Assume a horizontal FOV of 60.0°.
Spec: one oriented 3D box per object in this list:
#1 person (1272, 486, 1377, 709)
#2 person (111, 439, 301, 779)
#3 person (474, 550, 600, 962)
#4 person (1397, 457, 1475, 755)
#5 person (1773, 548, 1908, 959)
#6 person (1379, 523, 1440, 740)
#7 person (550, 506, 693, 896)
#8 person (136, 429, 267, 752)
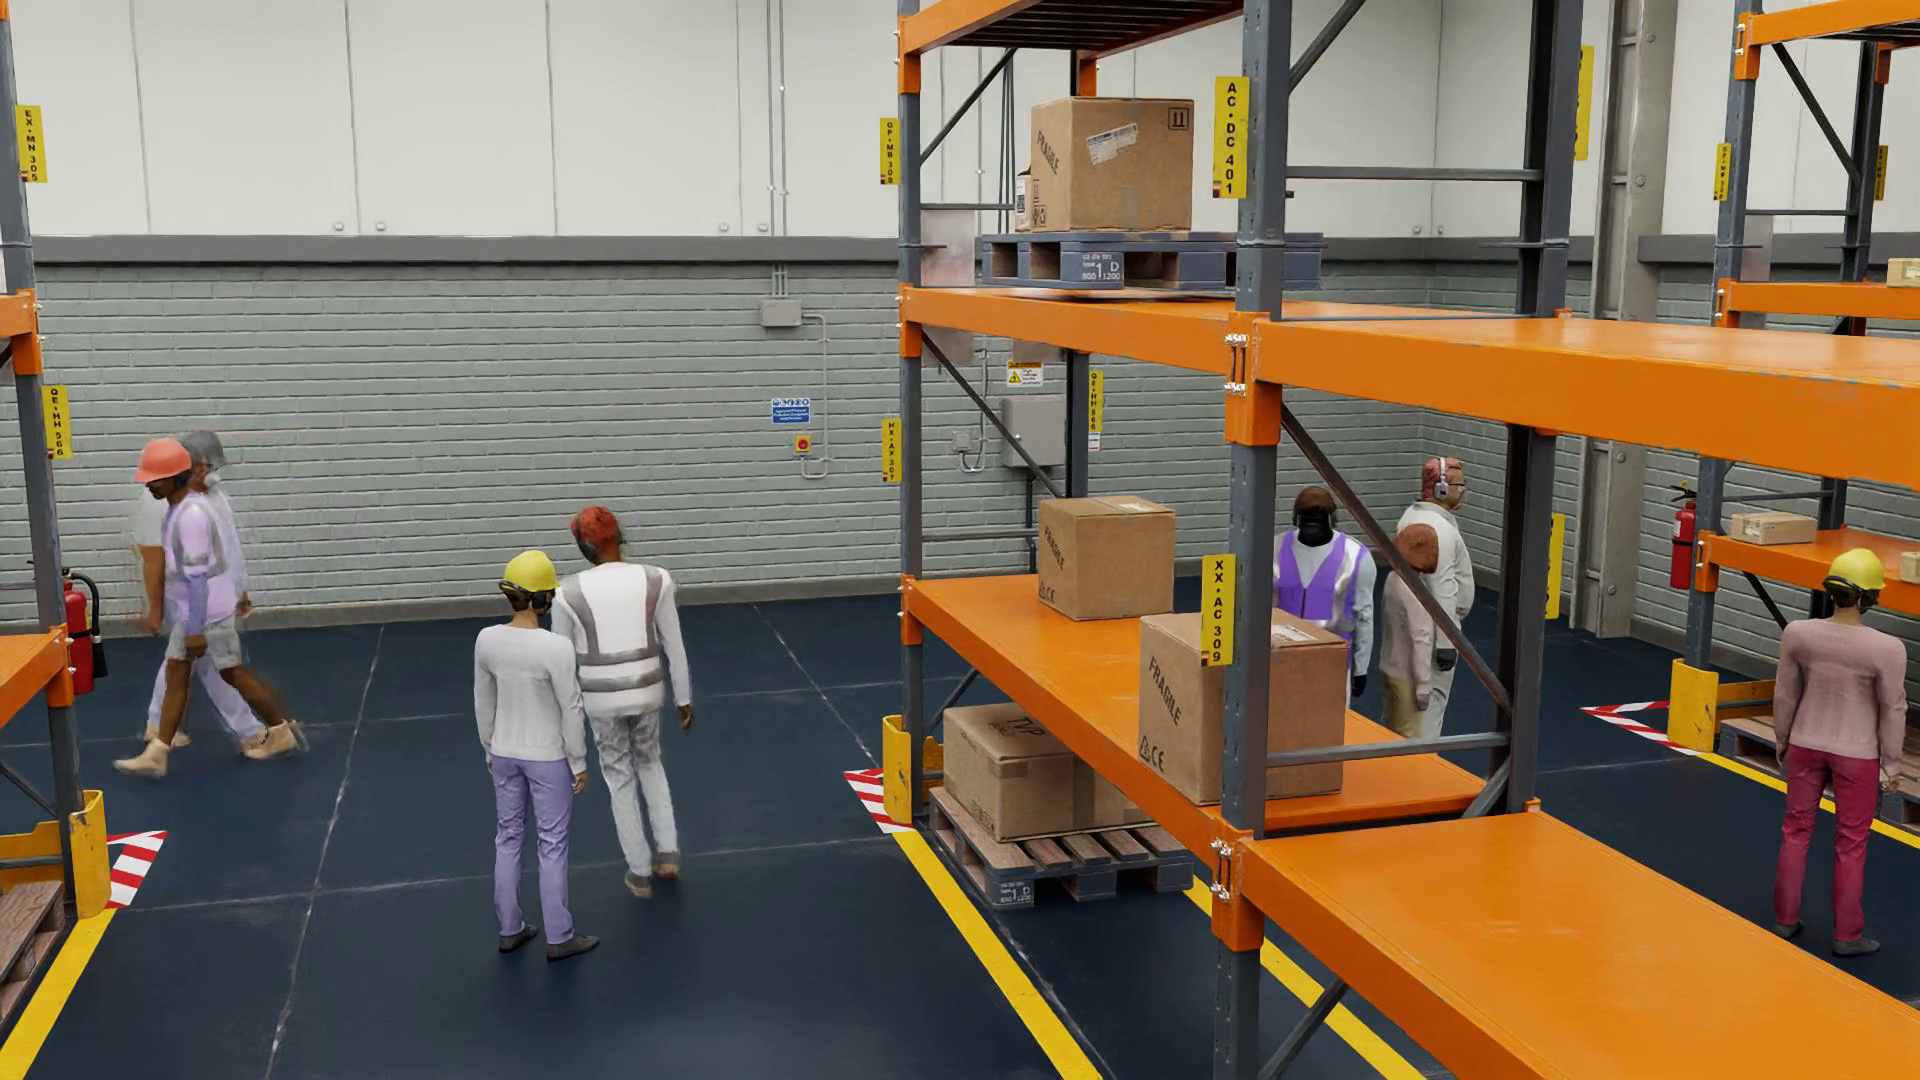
[{"bbox_3d":[1.815,0.626,8.610,0.631,1.836,0.429,5,11,26],"label":"person"},{"bbox_3d":[-4.351,0.390,9.546,1.033,1.975,0.614,-7,12,-34],"label":"person"},{"bbox_3d":[-1.816,0.918,7.122,0.534,1.767,0.314,4,11,24],"label":"person"},{"bbox_3d":[2.618,0.490,9.164,0.408,1.906,0.653,0,10,-1],"label":"person"},{"bbox_3d":[3.785,0.909,7.174,0.315,1.767,0.535,-8,13,-39],"label":"person"},{"bbox_3d":[2.324,0.718,8.645,0.268,1.630,0.507,-1,10,-5],"label":"person"},{"bbox_3d":[-1.606,0.751,7.828,0.621,1.857,0.482,-5,11,-26],"label":"person"},{"bbox_3d":[-4.545,0.278,9.990,1.063,2.000,0.692,1,10,7],"label":"person"}]
